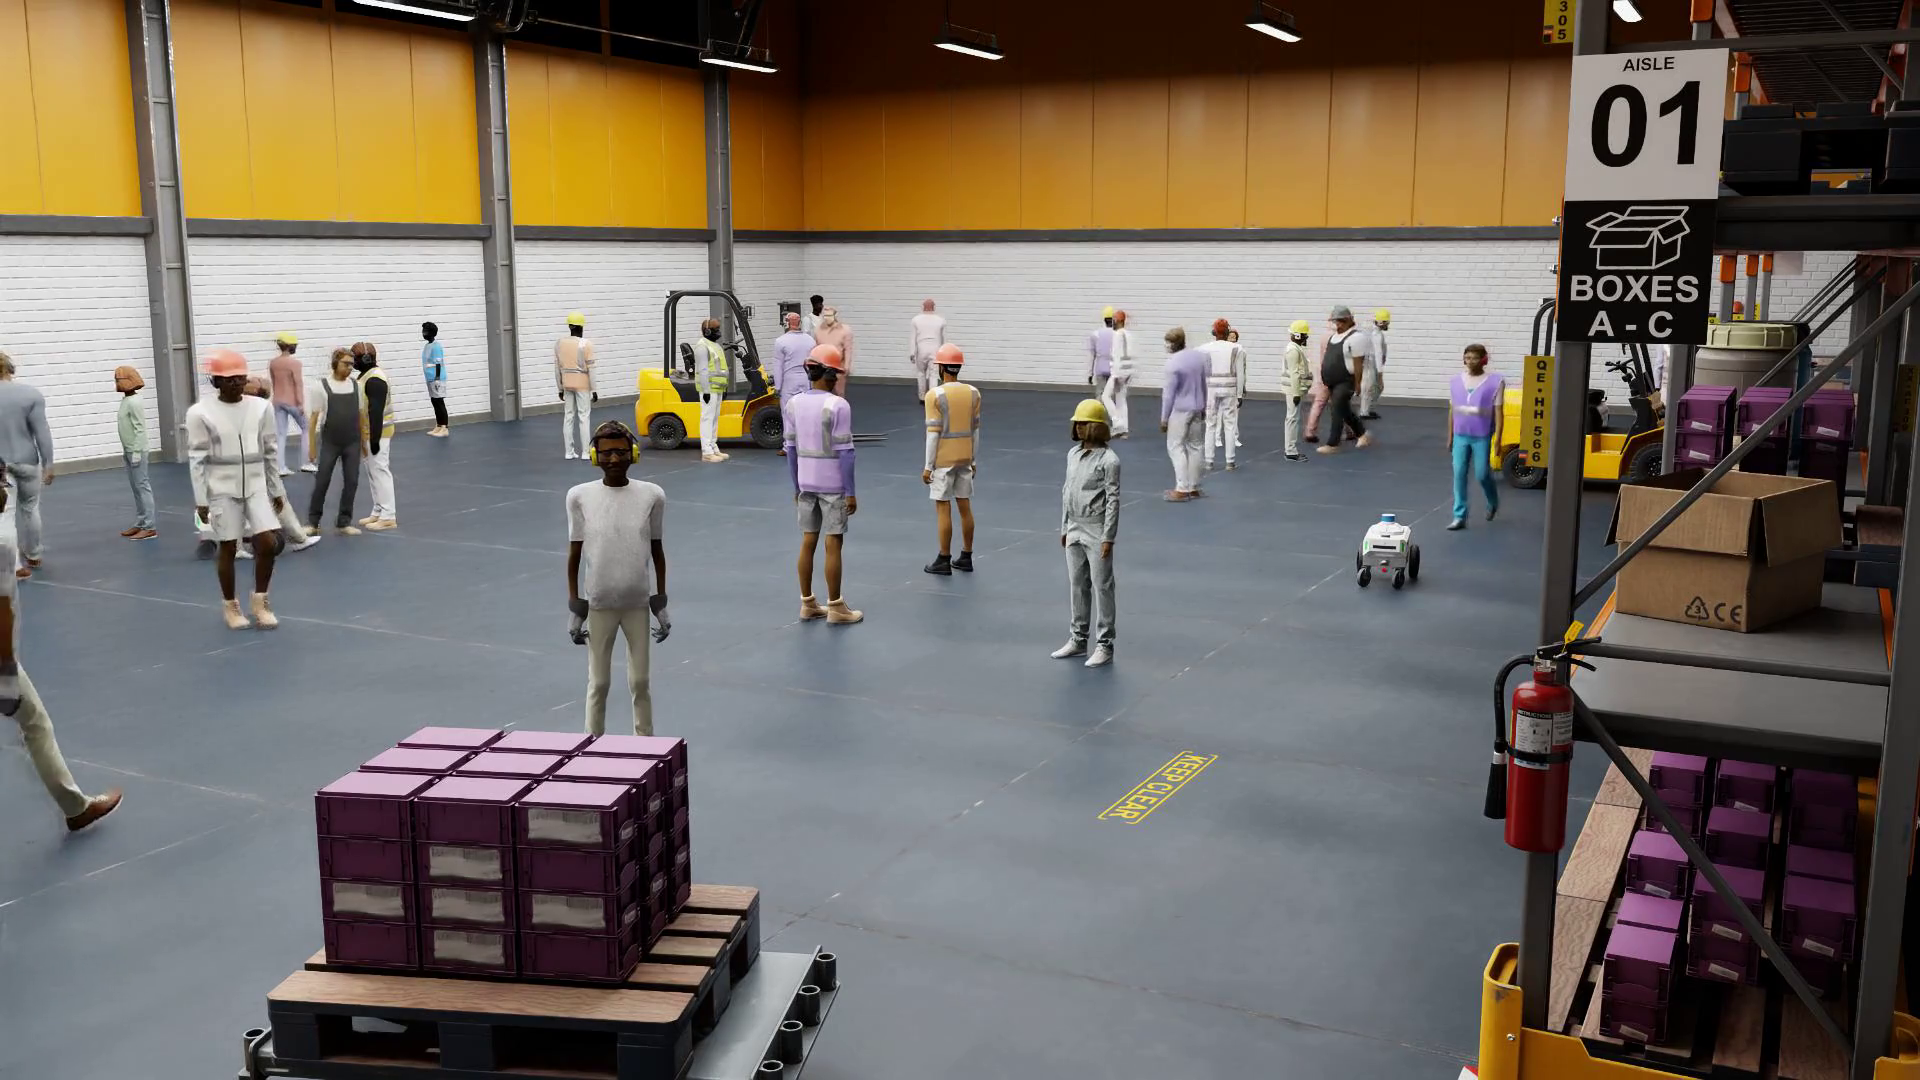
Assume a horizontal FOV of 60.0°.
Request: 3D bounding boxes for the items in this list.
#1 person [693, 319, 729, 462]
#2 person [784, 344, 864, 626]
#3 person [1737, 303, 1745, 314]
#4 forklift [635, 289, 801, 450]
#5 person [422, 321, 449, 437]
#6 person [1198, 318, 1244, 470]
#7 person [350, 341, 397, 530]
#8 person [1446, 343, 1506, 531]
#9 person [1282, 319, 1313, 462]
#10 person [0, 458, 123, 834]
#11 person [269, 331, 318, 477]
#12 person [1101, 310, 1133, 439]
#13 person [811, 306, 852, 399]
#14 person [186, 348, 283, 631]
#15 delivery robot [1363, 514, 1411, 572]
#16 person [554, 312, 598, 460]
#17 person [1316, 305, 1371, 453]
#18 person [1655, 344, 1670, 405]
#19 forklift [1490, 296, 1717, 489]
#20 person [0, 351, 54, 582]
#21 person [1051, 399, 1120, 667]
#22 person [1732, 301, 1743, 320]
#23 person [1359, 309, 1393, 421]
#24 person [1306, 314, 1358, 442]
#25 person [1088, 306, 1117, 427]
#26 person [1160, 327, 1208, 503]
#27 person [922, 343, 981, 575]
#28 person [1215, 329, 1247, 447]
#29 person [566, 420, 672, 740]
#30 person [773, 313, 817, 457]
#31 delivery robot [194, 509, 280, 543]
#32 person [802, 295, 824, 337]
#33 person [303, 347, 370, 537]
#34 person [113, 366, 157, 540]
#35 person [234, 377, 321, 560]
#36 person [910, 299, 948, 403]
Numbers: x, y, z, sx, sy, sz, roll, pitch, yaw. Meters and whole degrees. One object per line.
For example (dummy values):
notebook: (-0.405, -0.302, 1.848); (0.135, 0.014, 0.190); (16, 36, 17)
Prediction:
person: (-3.203, -1.938, 21.527); (0.429, 1.844, 0.622); (1, 10, 7)
person: (-0.977, -0.396, 12.039); (0.606, 2.037, 0.381); (7, 12, 37)
person: (11.958, -2.663, 25.480); (0.656, 1.931, 0.424); (2, 10, 12)
forklift: (-3.358, -2.392, 23.136); (2.313, 2.155, 1.214); (-1, 10, -5)
person: (-7.699, -2.351, 24.361); (0.321, 1.690, 0.536); (-7, 12, -35)
person: (3.229, -1.805, 20.640); (0.573, 1.883, 0.356); (1, 10, 7)
person: (-5.747, -1.016, 16.232); (0.430, 1.835, 0.622); (-6, 11, -29)
person: (5.046, -1.017, 16.250); (0.572, 1.824, 0.721); (8, 13, 39)
person: (4.359, -1.930, 21.510); (0.404, 1.832, 0.589); (2, 10, 10)
person: (-4.265, 0.519, 7.366); (0.548, 1.815, 0.965); (4, 11, 21)
person: (-8.066, -1.651, 20.123); (0.545, 1.743, 0.662); (4, 11, 24)
person: (2.274, -2.396, 24.105); (0.458, 1.864, 0.626); (4, 11, 23)
person: (-1.963, -2.607, 25.312); (0.644, 1.869, 0.864); (0, 10, 3)
person: (-5.082, -0.342, 11.761); (0.657, 2.019, 0.638); (-9, 13, -42)
delivery robot: (3.489, 0.031, 13.579); (0.477, 0.478, 0.707); (3, 10, 18)
person: (-4.965, -1.991, 21.586); (0.594, 1.926, 0.366); (3, 10, 19)
person: (5.245, -2.212, 22.537); (0.916, 2.000, 0.689); (-3, 10, -19)
person: (9.594, -2.051, 22.179); (0.624, 1.844, 0.430); (3, 10, 16)
forklift: (7.296, -1.677, 18.993); (2.313, 2.155, 1.214); (5, 11, 27)
person: (-7.853, -0.617, 13.771); (0.647, 1.885, 0.962); (-4, 11, -21)
person: (0.835, -0.049, 10.873); (0.288, 1.746, 0.487); (-8, 13, -38)
person: (11.988, -2.732, 25.844); (0.359, 1.938, 0.547); (-5, 11, -28)
person: (6.630, -2.782, 26.532); (0.505, 1.803, 0.634); (1, 10, 9)
person: (5.323, -2.299, 23.629); (1.015, 1.840, 0.757); (-5, 11, -27)
person: (2.208, -2.539, 24.876); (0.621, 1.925, 0.699); (2, 10, 11)
person: (2.456, -1.361, 18.061); (0.366, 1.897, 0.730); (9, 14, 43)
person: (-0.087, -0.673, 13.927); (0.550, 1.937, 0.357); (-8, 12, -38)
person: (3.739, -2.109, 23.098); (0.522, 1.640, 0.306); (-3, 10, -17)
person: (-1.698, 0.334, 8.290); (0.513, 1.872, 0.328); (-3, 10, -19)
person: (-2.202, -2.055, 22.045); (0.643, 1.903, 0.401); (-8, 13, -39)
delivery robot: (-6.410, -0.177, 14.779); (0.707, 0.478, 0.477); (-4, 11, -21)
person: (-2.556, -3.374, 29.530); (0.400, 1.956, 0.609); (6, 12, 32)
person: (-5.921, -0.910, 15.710); (0.661, 1.811, 0.456); (-9, 13, -42)
person: (-7.786, -0.820, 15.658); (0.280, 1.633, 0.500); (-8, 12, -37)
person: (-6.148, -0.636, 14.691); (0.529, 1.592, 0.852); (6, 12, 32)
person: (-0.544, -3.313, 29.423); (0.684, 1.857, 0.978); (0, 10, -2)
